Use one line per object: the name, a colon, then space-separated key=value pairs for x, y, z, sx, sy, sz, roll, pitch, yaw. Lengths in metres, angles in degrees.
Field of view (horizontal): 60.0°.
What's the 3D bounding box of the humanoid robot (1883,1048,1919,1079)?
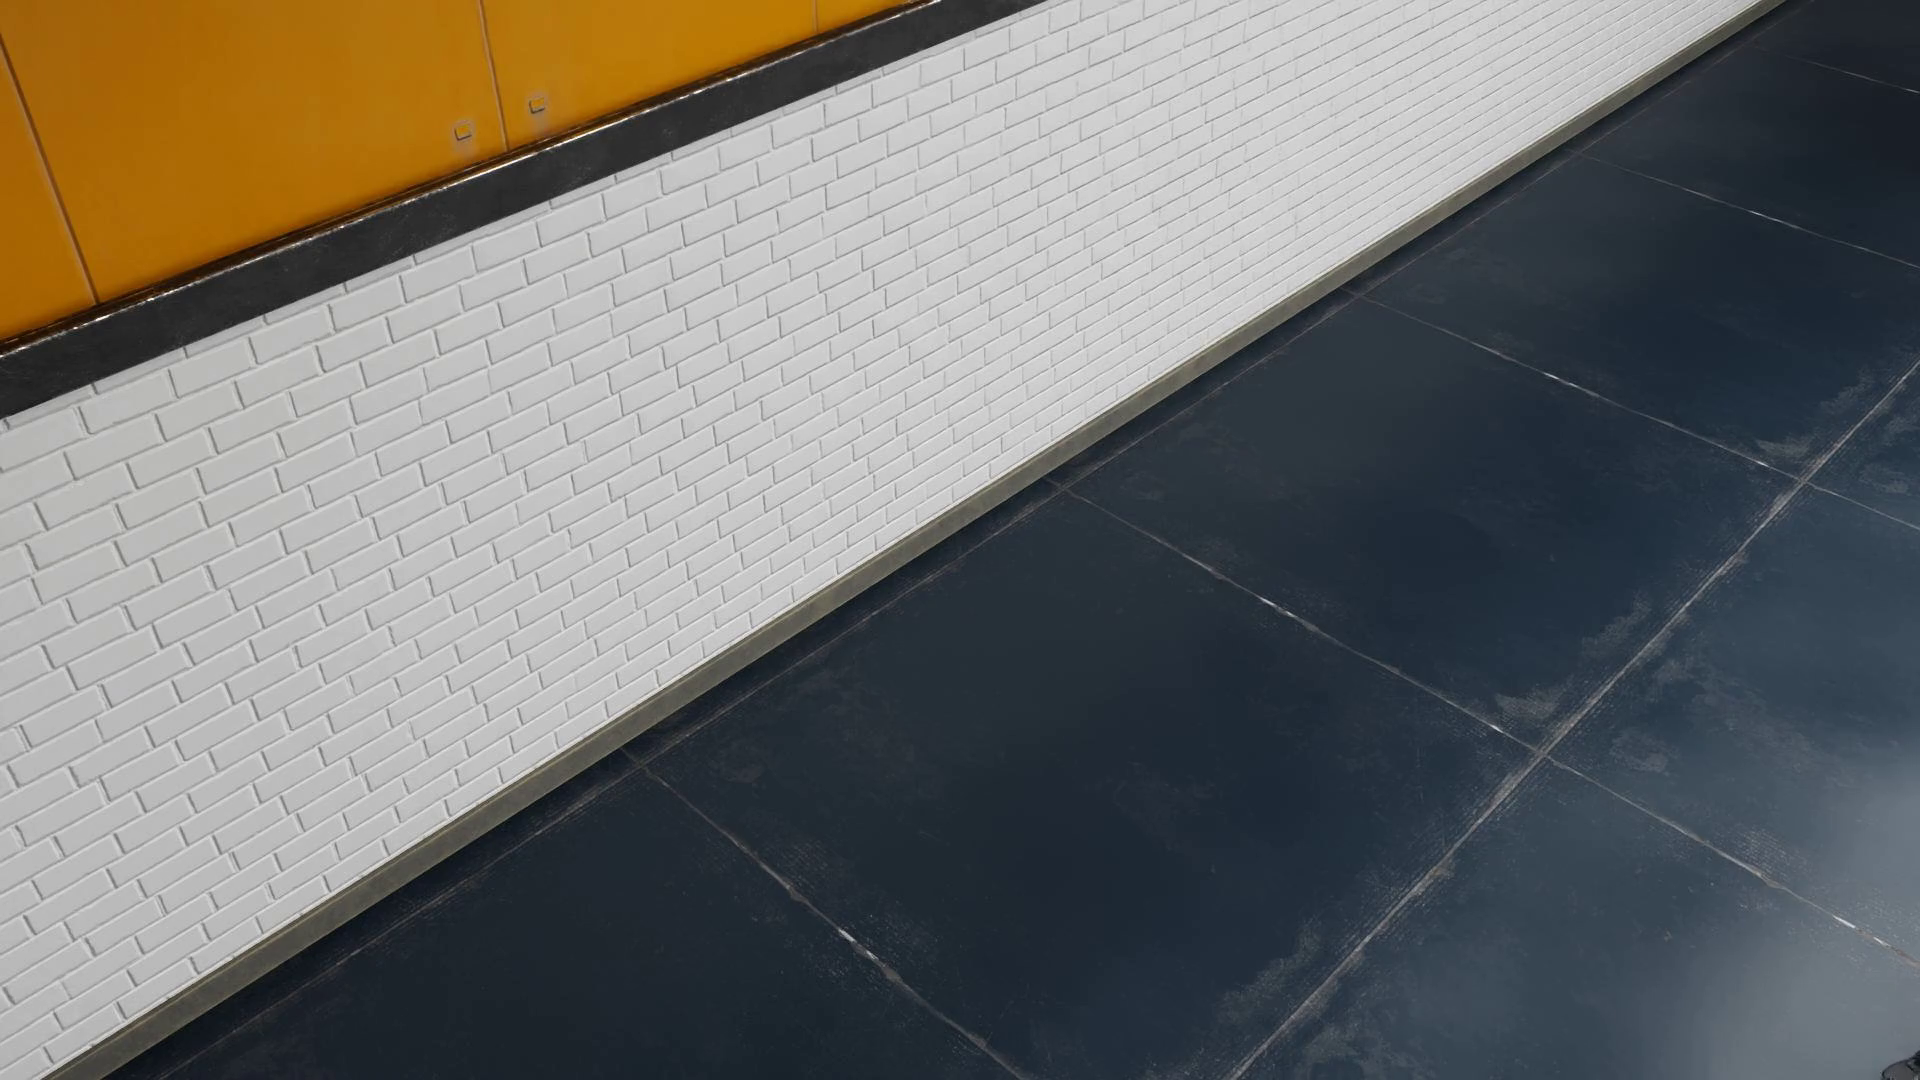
humanoid robot: x=3.989 y=1.431 z=6.055 sx=0.768 sy=1.646 sz=0.599 roll=-16 pitch=41 yaw=-19
